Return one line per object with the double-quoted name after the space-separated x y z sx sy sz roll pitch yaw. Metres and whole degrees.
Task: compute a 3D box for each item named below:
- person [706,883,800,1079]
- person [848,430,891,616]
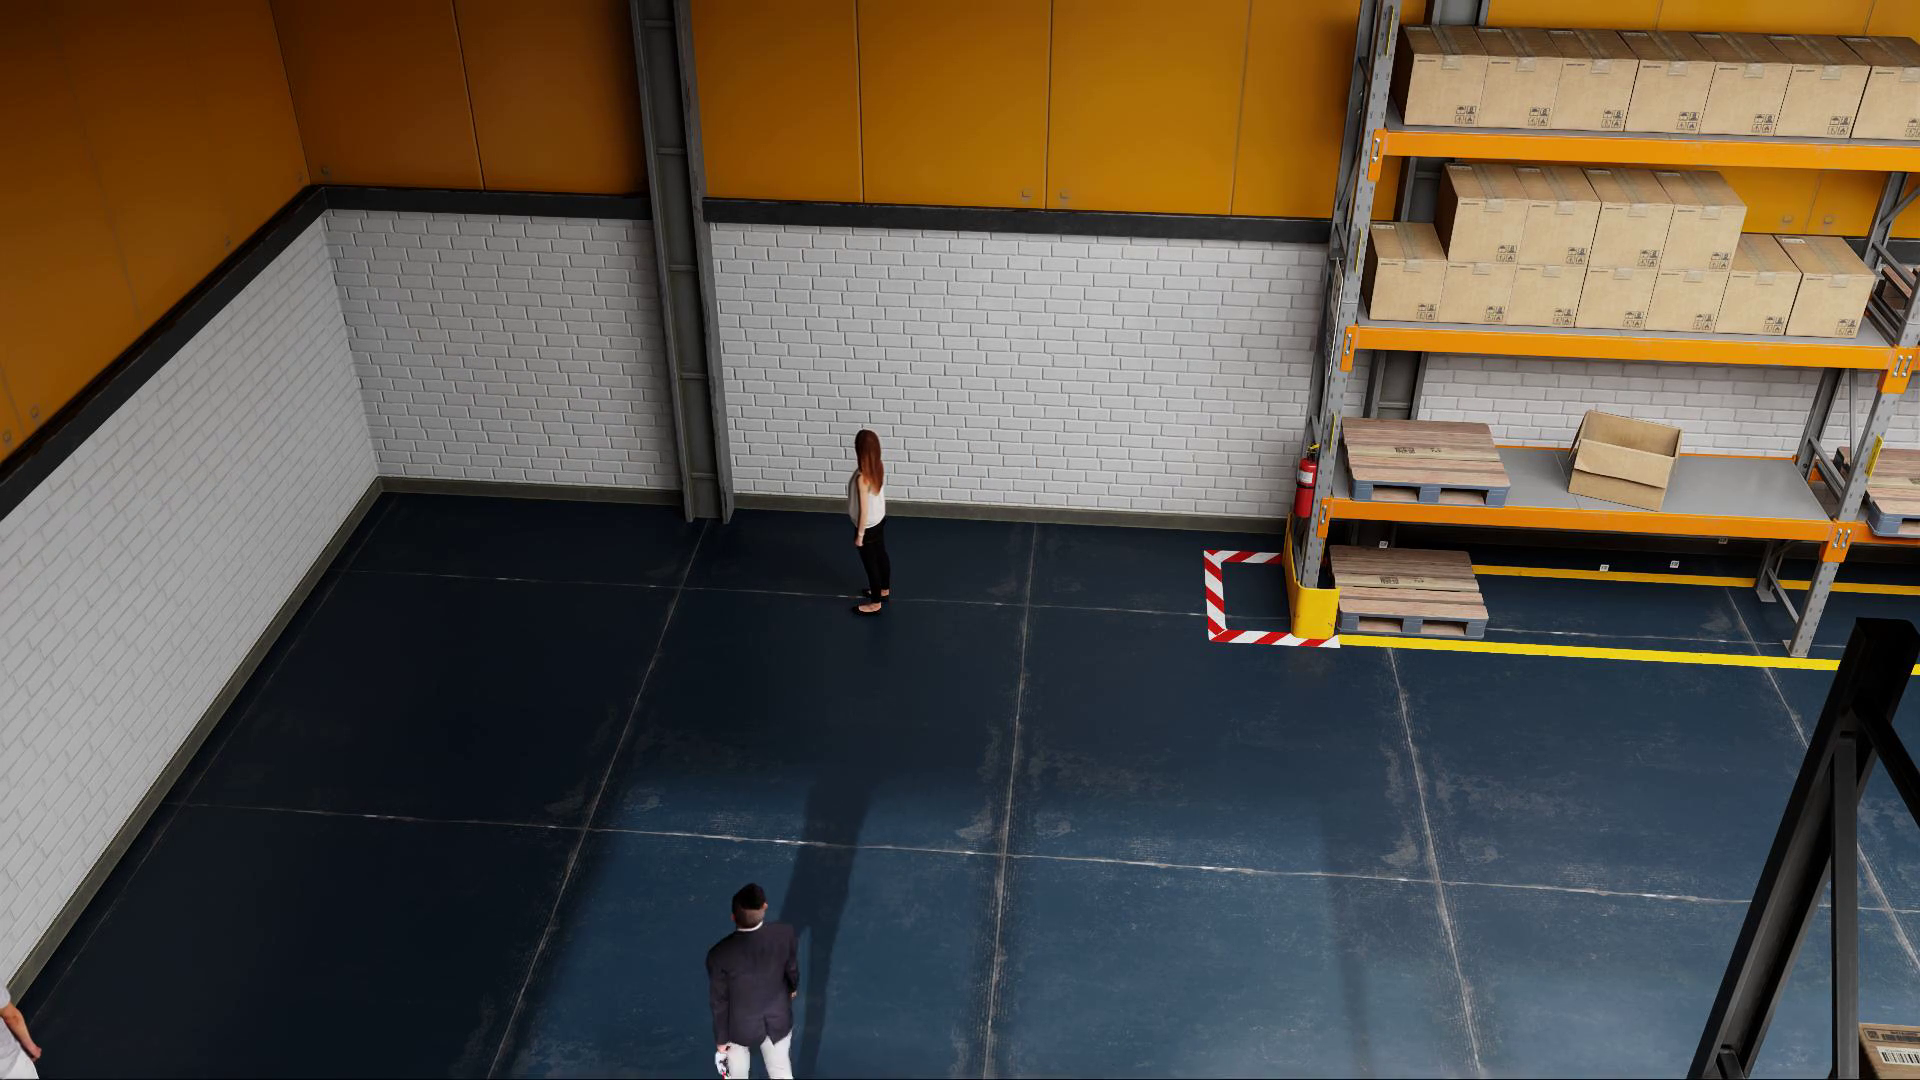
-1.080 2.690 9.211 1.120 1.922 1.099 -16 37 -22 "person"
-0.730 -0.148 13.662 0.572 1.722 0.612 11 35 15 "person"
